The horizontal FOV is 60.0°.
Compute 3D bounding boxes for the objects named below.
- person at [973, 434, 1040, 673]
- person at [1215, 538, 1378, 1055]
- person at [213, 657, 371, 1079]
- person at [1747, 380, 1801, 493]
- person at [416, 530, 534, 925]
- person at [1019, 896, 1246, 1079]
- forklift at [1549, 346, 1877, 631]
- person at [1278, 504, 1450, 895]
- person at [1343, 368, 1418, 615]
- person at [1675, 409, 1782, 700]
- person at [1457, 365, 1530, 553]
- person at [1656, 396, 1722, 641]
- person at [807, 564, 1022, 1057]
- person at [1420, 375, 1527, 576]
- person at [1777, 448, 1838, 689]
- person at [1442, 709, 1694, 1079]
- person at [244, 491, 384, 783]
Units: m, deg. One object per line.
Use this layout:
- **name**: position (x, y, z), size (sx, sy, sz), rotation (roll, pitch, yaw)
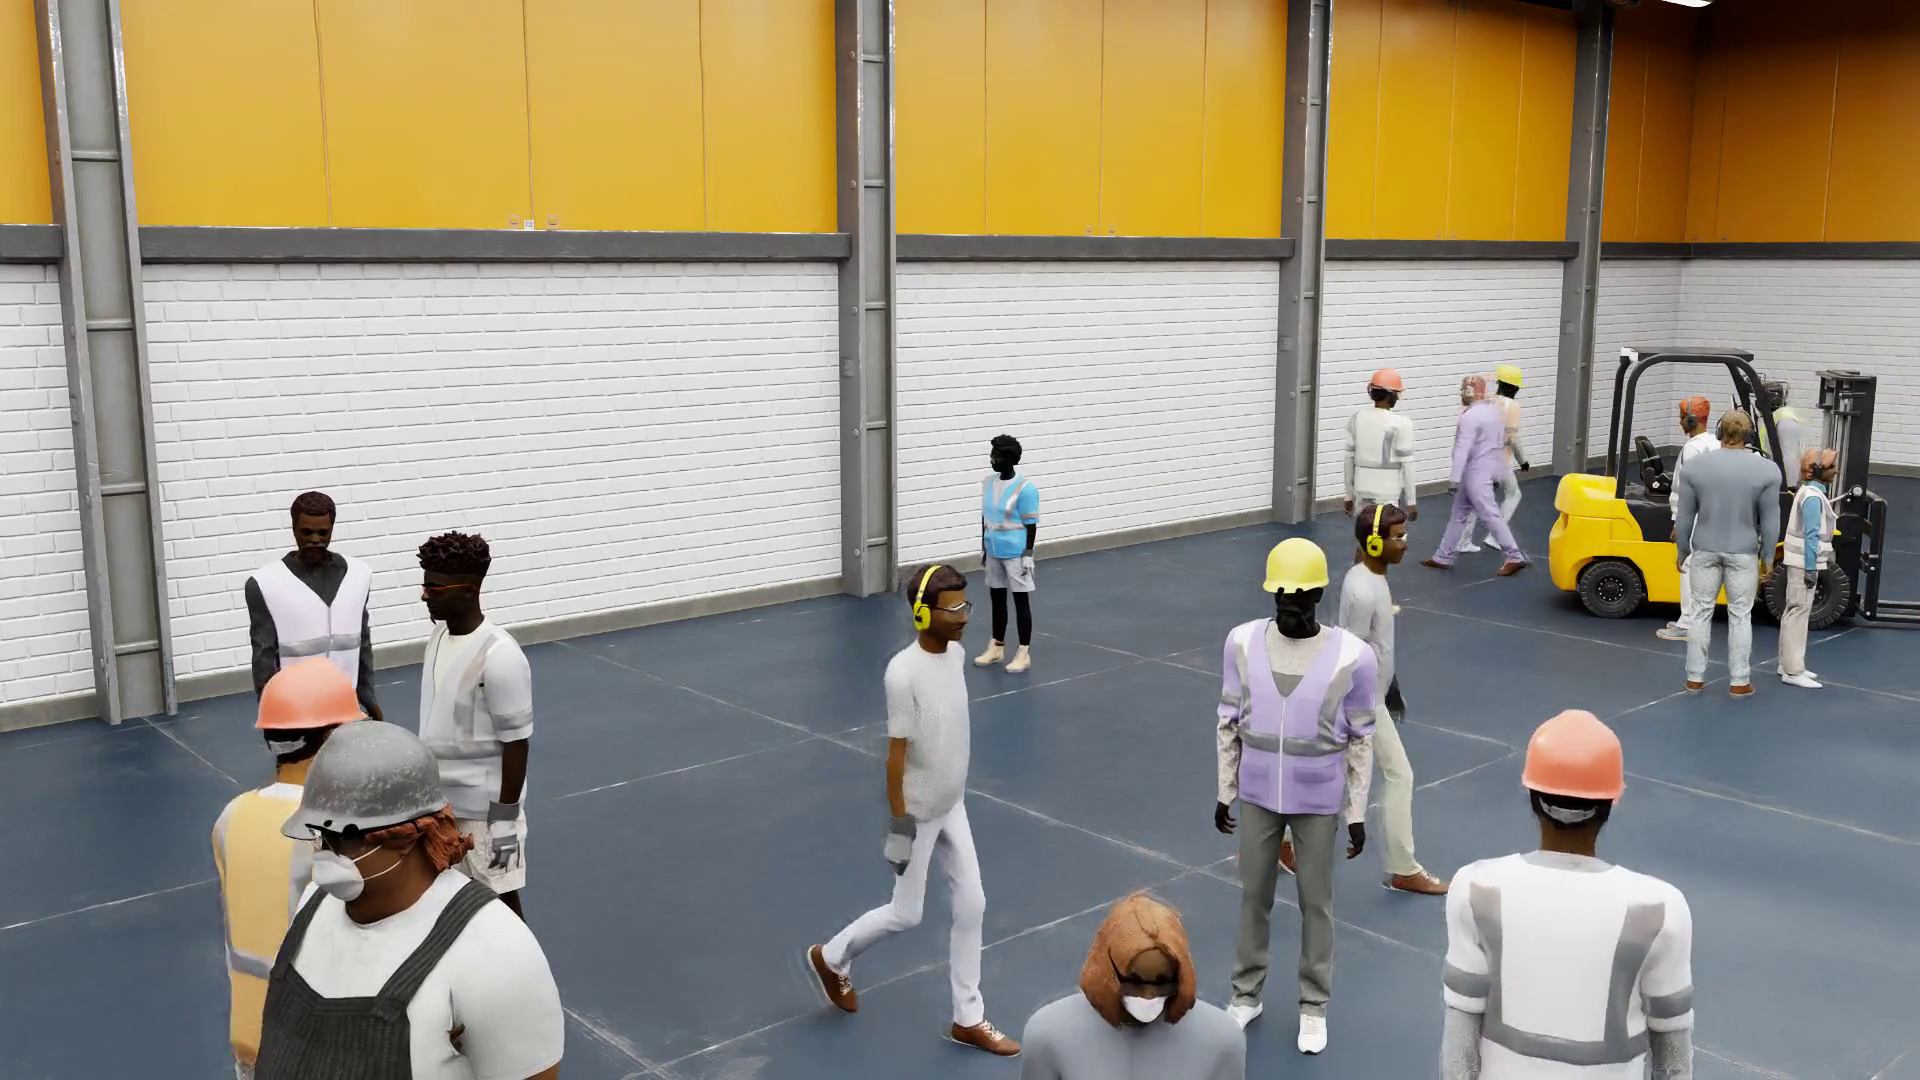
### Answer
- **person**: position (0.339, 0.089, 11.813), size (0.321, 1.699, 0.535), rotation (-9, 13, -42)
- **person**: position (1.226, 0.940, 6.167), size (0.585, 1.928, 0.378), rotation (5, 11, 26)
- **person**: position (-1.680, 1.264, 4.334), size (0.573, 1.907, 0.507), rotation (5, 11, 29)
- **person**: position (7.433, -0.549, 15.217), size (0.440, 1.822, 0.683), rotation (1, 10, 3)
- **person**: position (-1.788, 0.933, 6.094), size (0.364, 1.965, 0.610), rotation (-9, 13, -43)
- **person**: position (0.367, 1.516, 3.769), size (0.520, 1.594, 0.822), rotation (0, 10, -1)
- **forklift**: position (6.109, -0.478, 13.691), size (2.313, 2.155, 1.214), rotation (3, 10, 16)
- **person**: position (1.848, 0.722, 7.732), size (0.893, 1.837, 0.514), rotation (2, 10, 11)
- **person**: position (3.467, -0.386, 13.674), size (0.533, 2.033, 0.625), rotation (-8, 13, -40)
- **person**: position (5.102, 0.094, 11.089), size (0.635, 1.937, 0.352), rotation (6, 11, 31)
- **person**: position (5.239, -0.769, 16.328), size (0.607, 1.873, 0.596), rotation (-4, 10, -20)
- **person**: position (5.612, -0.165, 12.757), size (0.355, 1.887, 0.574), rotation (8, 13, 39)
- **person**: position (-0.182, 0.981, 6.194), size (0.836, 1.846, 0.533), rotation (6, 11, 30)
- **person**: position (4.823, -0.597, 15.431), size (0.999, 1.851, 0.732), rotation (7, 12, 34)
- **person**: position (5.829, 0.182, 11.442), size (0.315, 1.641, 0.515), rotation (4, 11, 23)
- **person**: position (1.404, 1.349, 3.914), size (0.554, 1.895, 0.987), rotation (5, 11, 27)
- **person**: position (-2.881, 0.726, 7.459), size (0.398, 1.915, 0.588), rotation (7, 12, 37)
